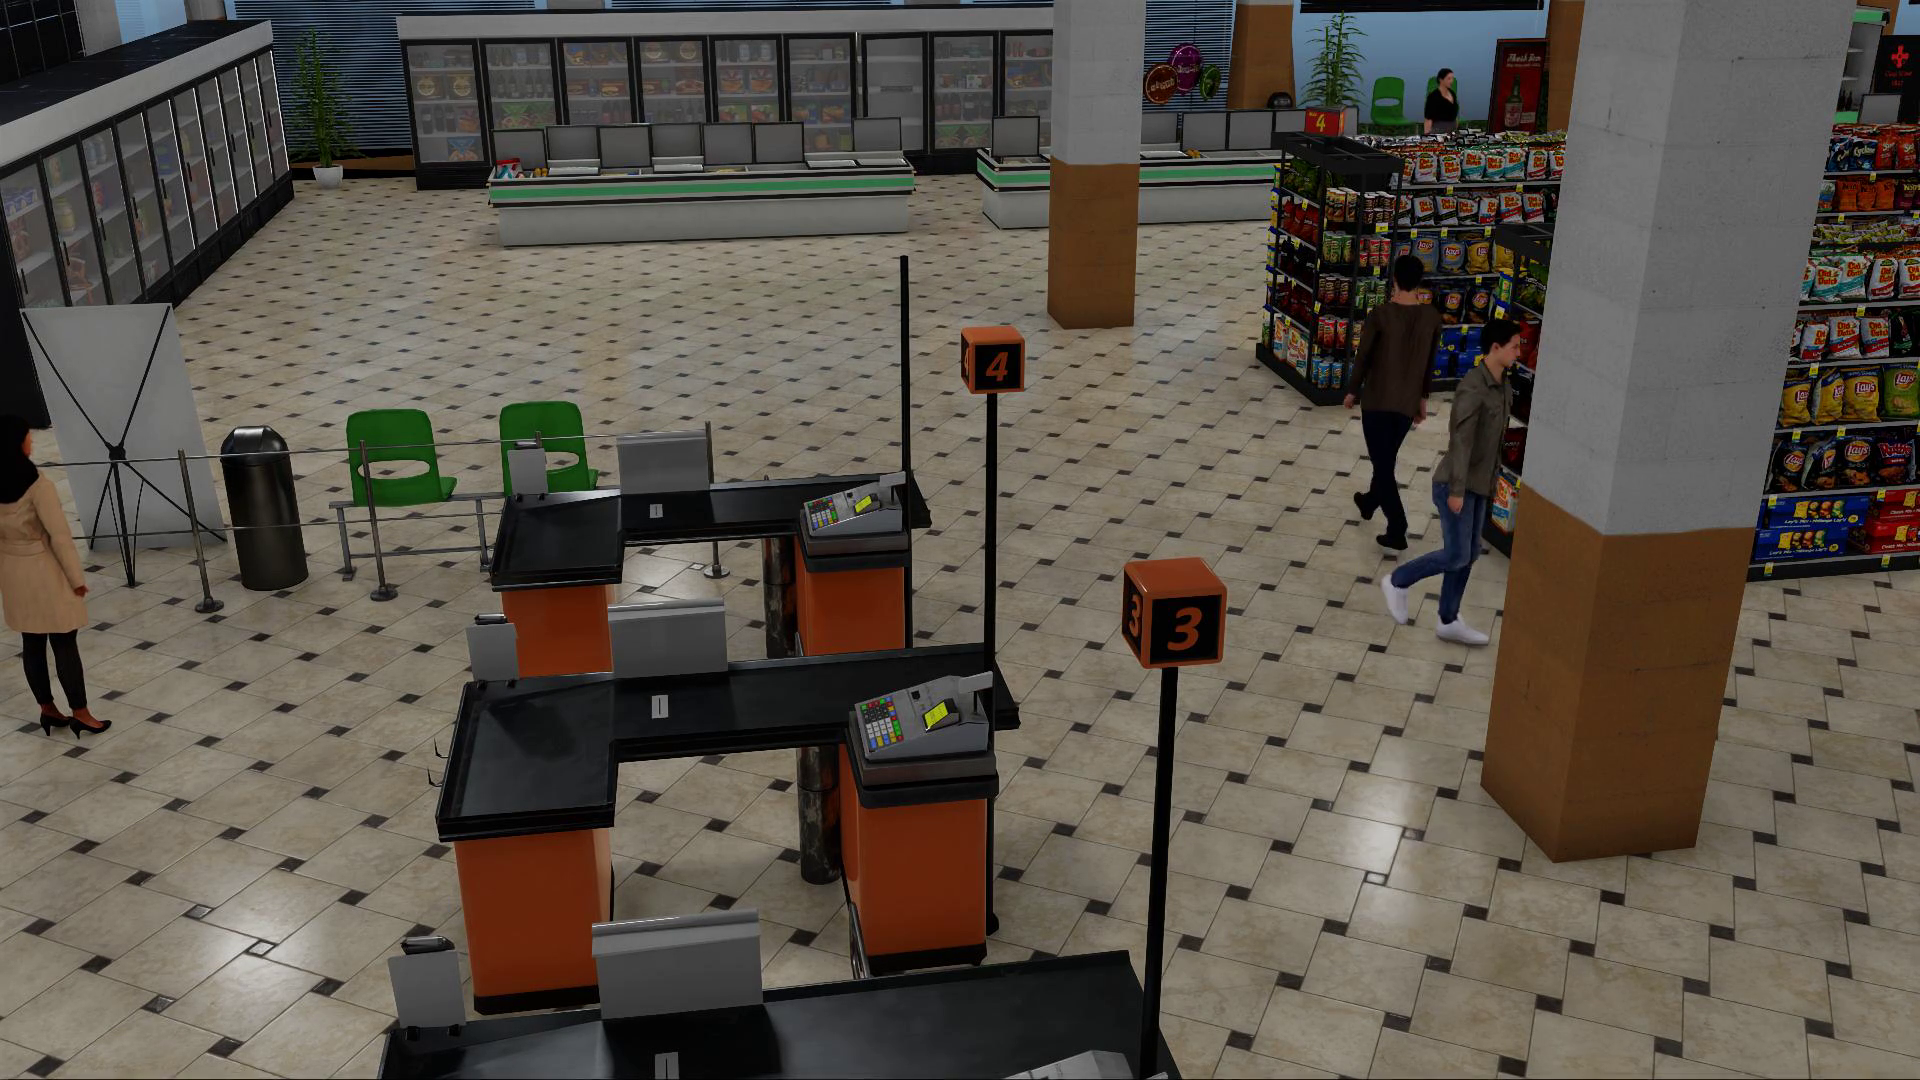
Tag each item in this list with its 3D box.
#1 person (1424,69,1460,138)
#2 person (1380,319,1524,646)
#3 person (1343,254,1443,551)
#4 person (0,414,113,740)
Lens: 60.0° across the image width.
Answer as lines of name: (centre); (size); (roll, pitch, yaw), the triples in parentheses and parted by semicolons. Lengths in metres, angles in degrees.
person: (6.142, -5.231, 21.644); (1.147, 1.722, 1.117); (-20, 30, -41)
person: (2.745, -0.330, 9.287); (1.075, 1.841, 1.021); (19, 29, 39)
person: (2.752, -0.829, 10.523); (1.095, 1.844, 0.740); (-4, 22, -11)
person: (-4.541, 0.195, 8.192); (0.638, 1.682, 0.778); (7, 23, 16)
